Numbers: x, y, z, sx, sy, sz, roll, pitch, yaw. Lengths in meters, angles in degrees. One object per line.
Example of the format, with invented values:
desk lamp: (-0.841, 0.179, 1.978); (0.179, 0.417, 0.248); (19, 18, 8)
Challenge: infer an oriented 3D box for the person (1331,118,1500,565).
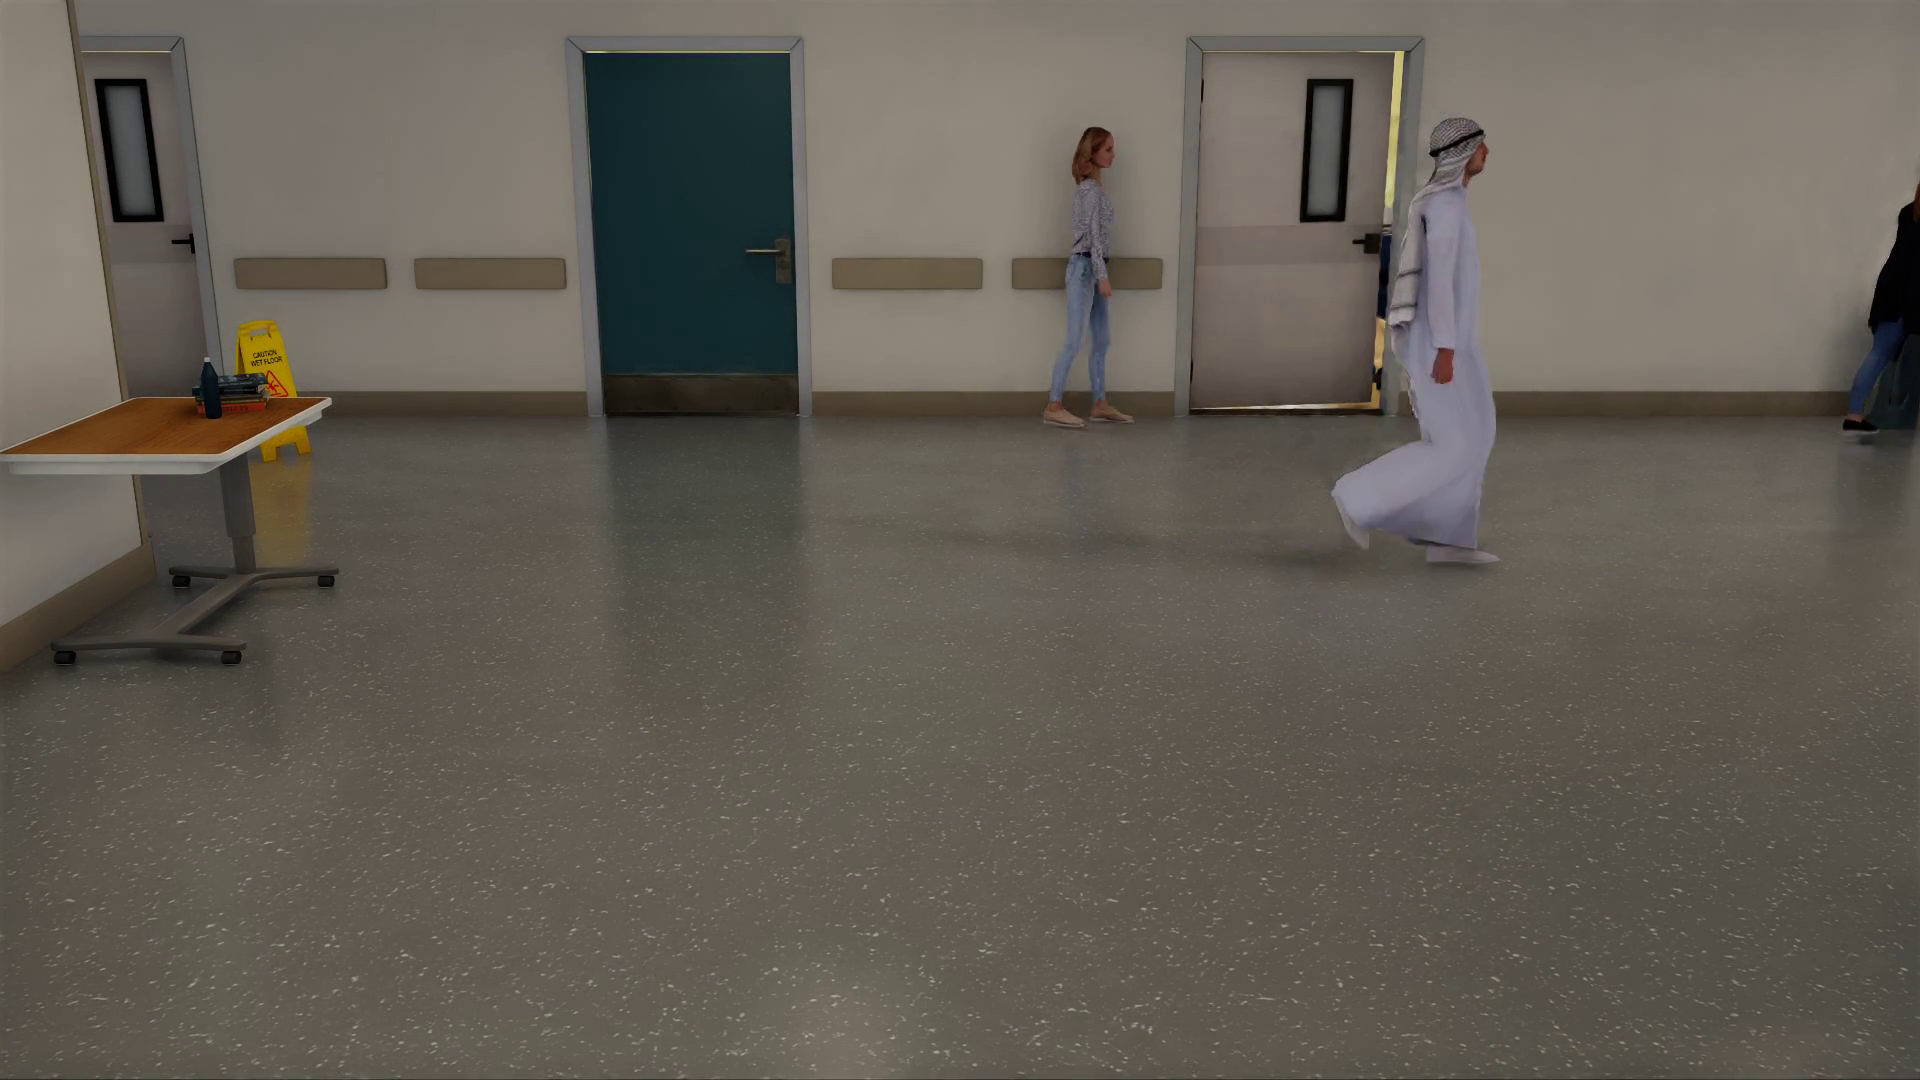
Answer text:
person: (1.975, -0.817, 7.127); (1.049, 1.912, 0.850); (5, 16, 16)

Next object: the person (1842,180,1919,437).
person: (5.404, -1.358, 9.556); (1.153, 1.634, 0.798); (-4, 16, -13)

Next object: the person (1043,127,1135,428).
person: (0.748, -1.568, 10.018); (0.819, 1.788, 0.683); (3, 16, 10)
